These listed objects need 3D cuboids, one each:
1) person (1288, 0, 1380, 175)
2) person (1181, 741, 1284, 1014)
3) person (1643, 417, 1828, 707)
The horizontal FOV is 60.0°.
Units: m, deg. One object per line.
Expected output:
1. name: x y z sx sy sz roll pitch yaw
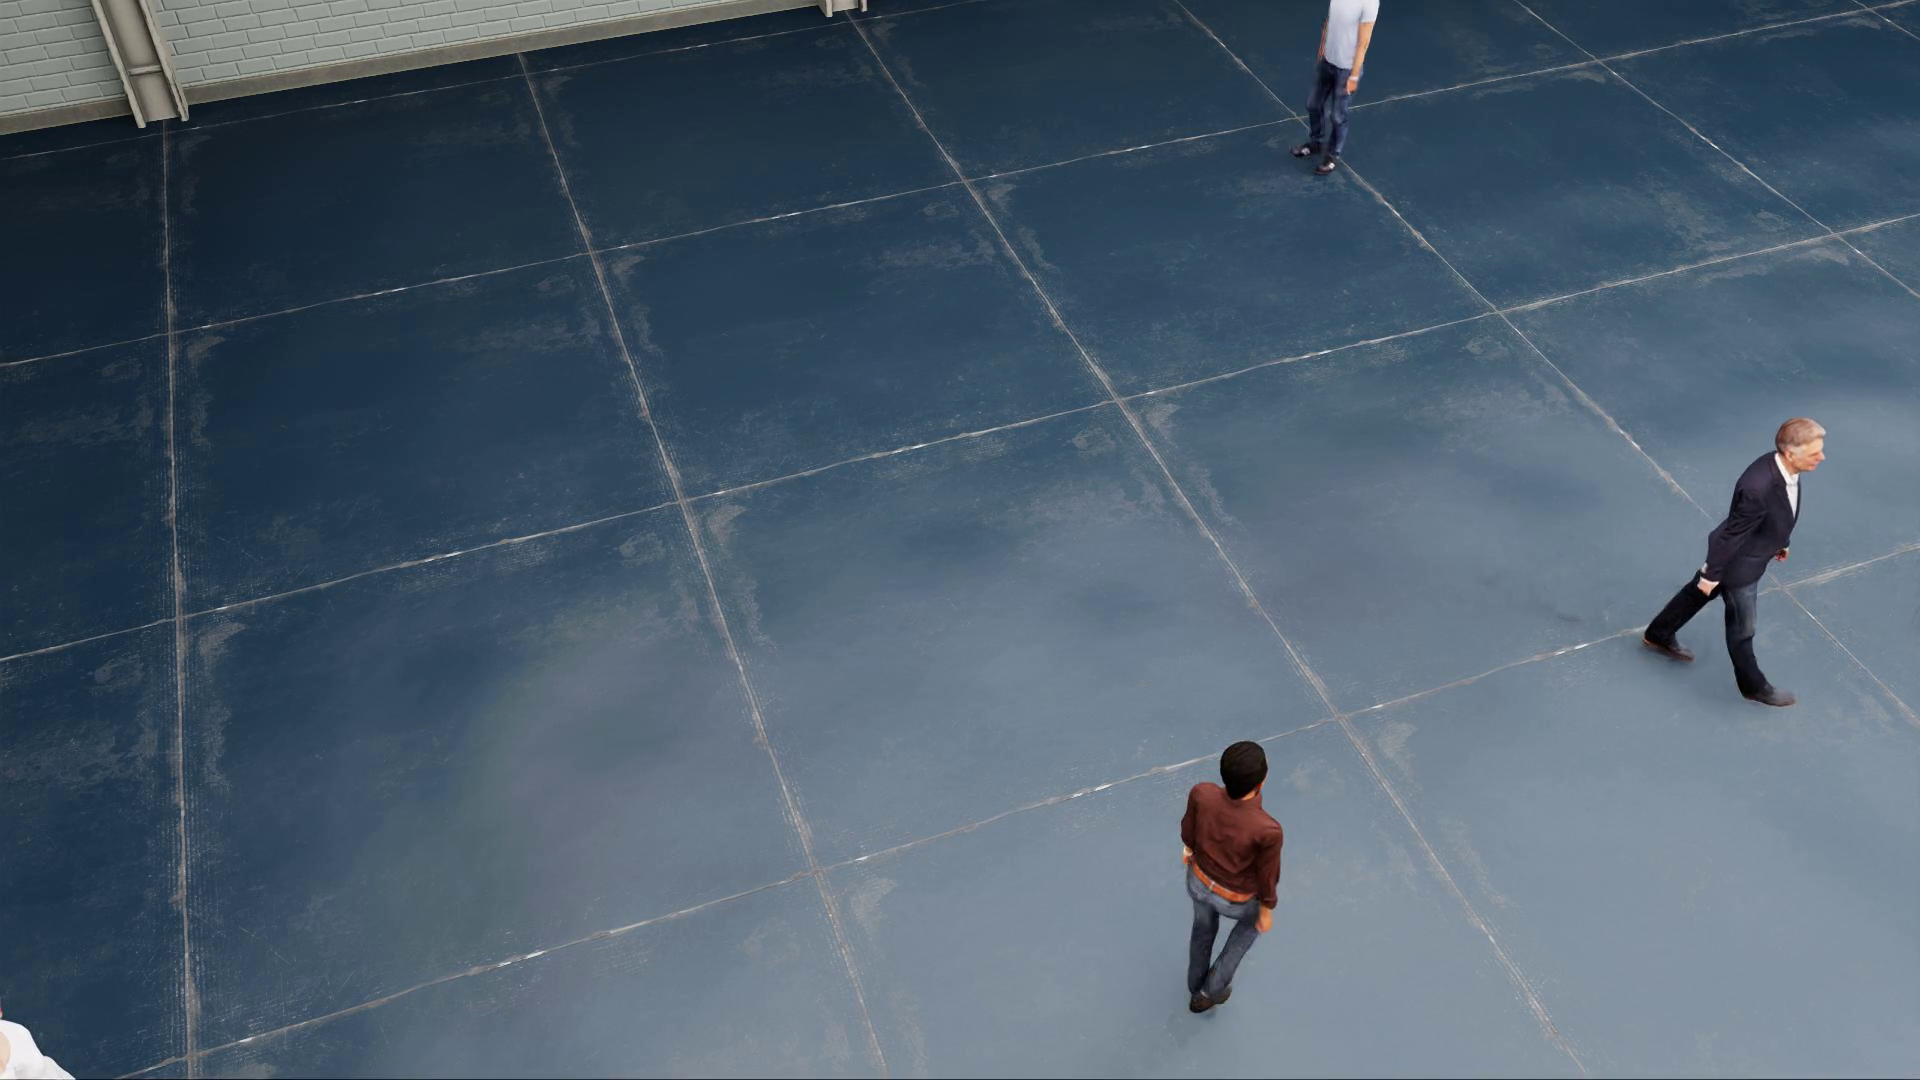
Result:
1. person: 2.940 -3.678 12.804 0.662 1.841 0.754 -14 45 -15
2. person: 1.113 1.562 7.243 0.782 1.773 0.797 29 50 27
3. person: 4.085 0.029 8.877 1.129 1.782 1.166 29 50 27
